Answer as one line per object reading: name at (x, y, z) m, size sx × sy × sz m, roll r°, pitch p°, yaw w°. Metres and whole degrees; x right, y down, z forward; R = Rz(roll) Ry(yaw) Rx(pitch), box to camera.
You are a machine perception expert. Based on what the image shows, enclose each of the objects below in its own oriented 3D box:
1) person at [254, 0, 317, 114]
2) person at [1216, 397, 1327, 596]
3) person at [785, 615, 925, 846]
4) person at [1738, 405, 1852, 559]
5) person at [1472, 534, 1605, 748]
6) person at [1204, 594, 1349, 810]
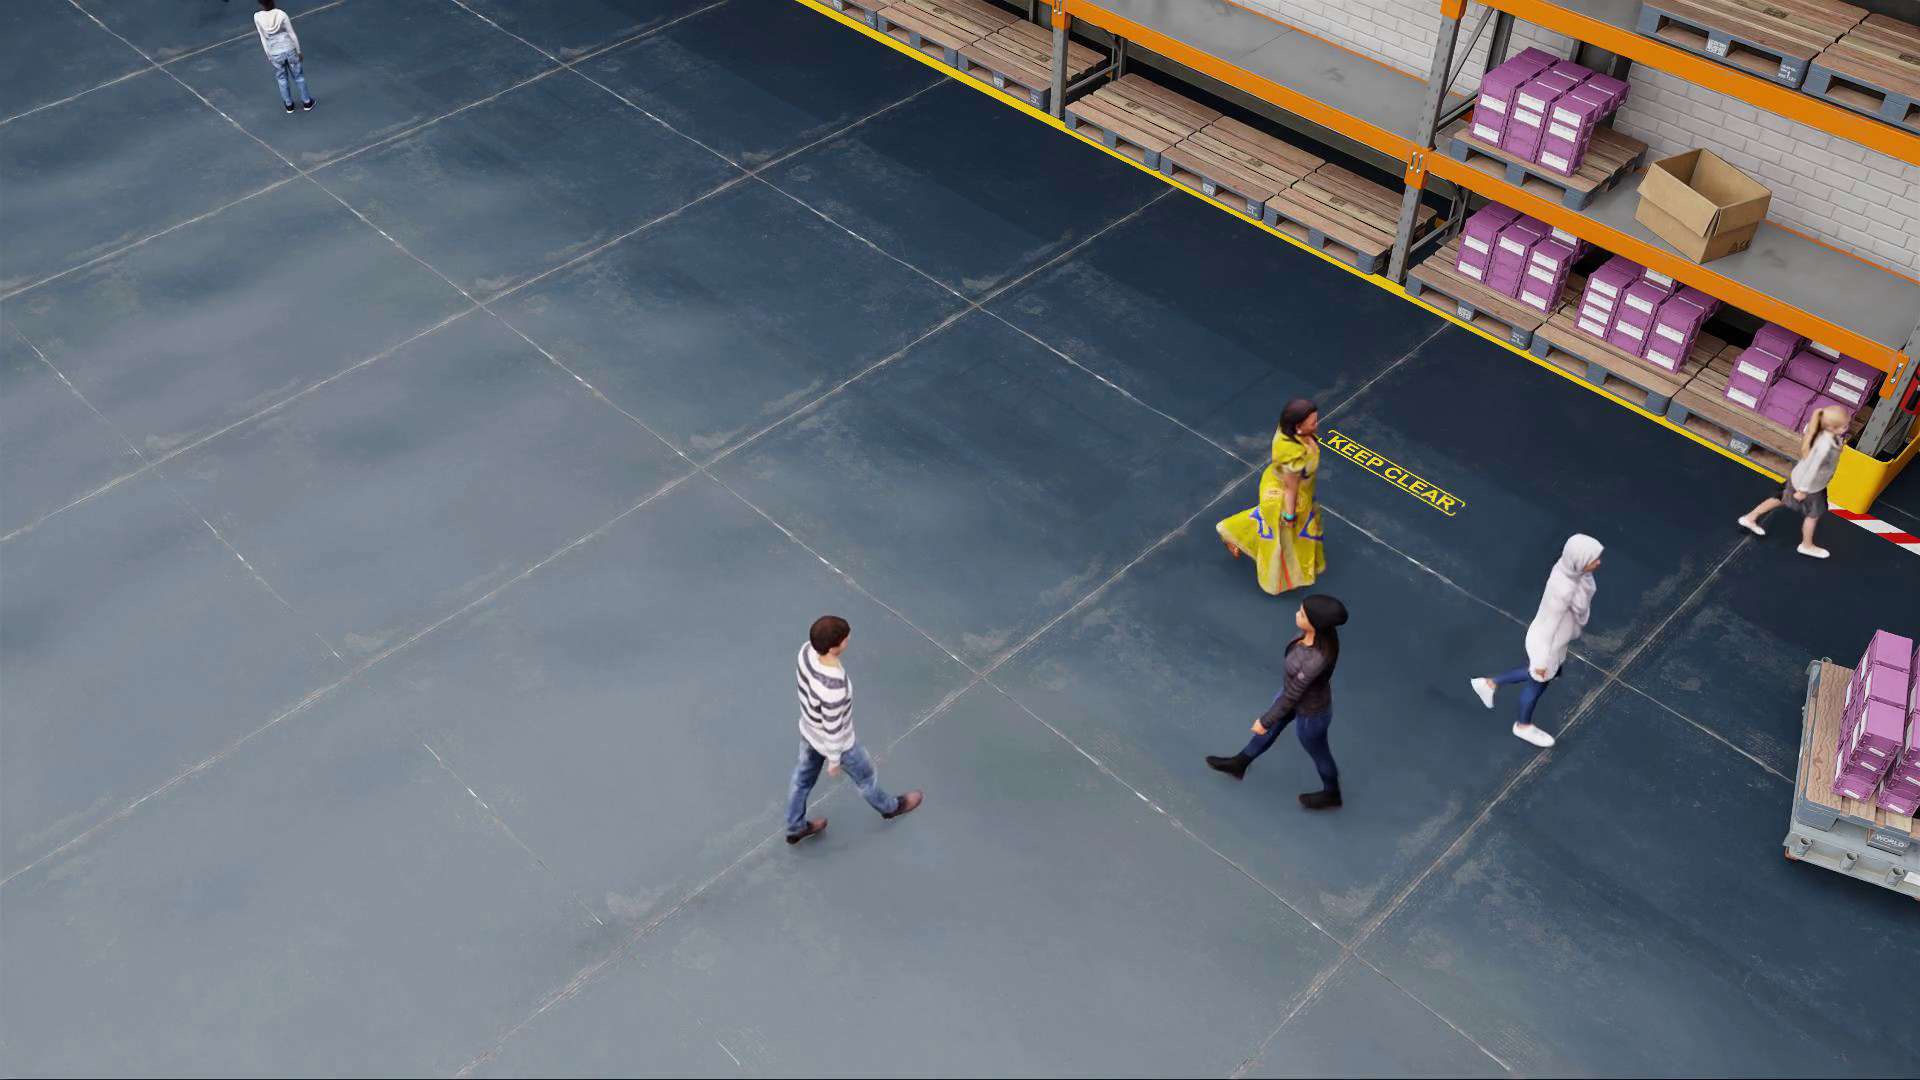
person at (-6.619, -4.779, 16.220) m, size 0.566 × 1.261 × 0.611 m, roll -9°, pitch 44°, yaw -9°
person at (2.125, -0.301, 11.241) m, size 1.206 × 1.644 × 1.100 m, roll 7°, pitch 44°, yaw 8°
person at (-0.847, 1.151, 9.596) m, size 0.931 × 1.811 × 1.115 m, roll -22°, pitch 48°, yaw -21°
person at (5.898, -0.442, 11.676) m, size 0.930 × 1.249 × 0.713 m, roll 17°, pitch 46°, yaw 17°
person at (3.546, 0.583, 10.223) m, size 0.901 × 1.769 × 0.748 m, roll 23°, pitch 48°, yaw 22°
person at (2.145, 1.017, 9.814) m, size 1.196 × 1.705 × 1.035 m, roll 6°, pitch 44°, yaw 6°
